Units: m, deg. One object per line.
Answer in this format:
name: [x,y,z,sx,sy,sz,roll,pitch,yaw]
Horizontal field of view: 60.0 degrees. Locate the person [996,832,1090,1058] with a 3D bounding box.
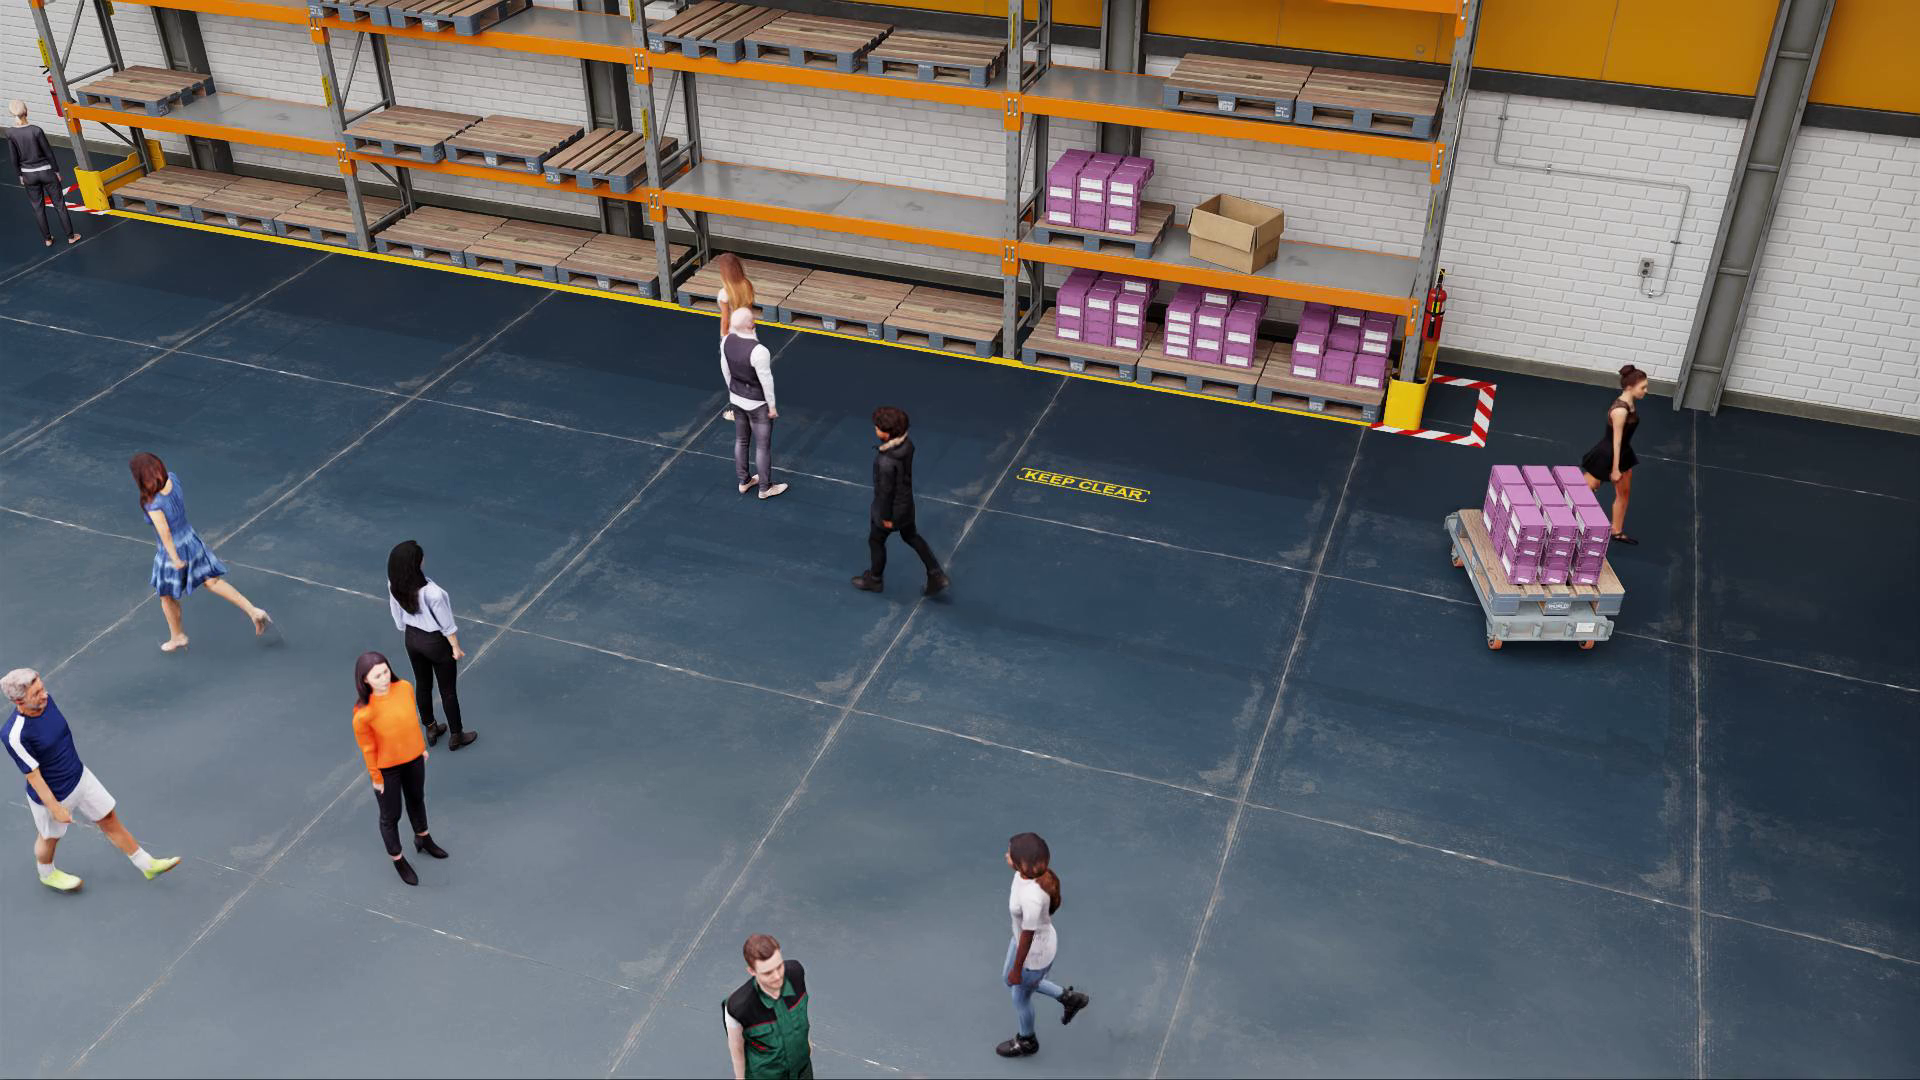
person: [0.483,2.315,9.412,0.889,1.707,0.761,-1,34,-1]

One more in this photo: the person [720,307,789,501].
person: [-1.836,-1.206,14.606,0.628,1.823,0.806,21,39,28]

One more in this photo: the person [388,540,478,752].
person: [-3.754,0.743,11.744,0.481,1.744,0.707,12,36,18]

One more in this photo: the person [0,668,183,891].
person: [-5.770,1.556,10.488,1.240,1.782,0.890,2,34,3]

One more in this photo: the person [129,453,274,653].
person: [-5.831,0.120,12.655,1.191,1.774,0.876,1,34,2]

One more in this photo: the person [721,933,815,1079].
person: [-0.958,2.734,8.660,0.737,1.843,0.735,29,43,36]

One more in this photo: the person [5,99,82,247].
person: [-10.700,-4.272,19.305,0.643,1.726,0.750,-7,34,-11]

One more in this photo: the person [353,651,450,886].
person: [-3.636,1.432,10.704,0.619,1.749,0.662,19,38,26]

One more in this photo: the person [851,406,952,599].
person: [-0.452,-0.279,13.271,1.106,1.756,0.677,15,36,21]

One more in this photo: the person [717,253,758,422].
person: [-2.097,-1.923,15.803,0.649,1.691,0.647,26,42,34]
